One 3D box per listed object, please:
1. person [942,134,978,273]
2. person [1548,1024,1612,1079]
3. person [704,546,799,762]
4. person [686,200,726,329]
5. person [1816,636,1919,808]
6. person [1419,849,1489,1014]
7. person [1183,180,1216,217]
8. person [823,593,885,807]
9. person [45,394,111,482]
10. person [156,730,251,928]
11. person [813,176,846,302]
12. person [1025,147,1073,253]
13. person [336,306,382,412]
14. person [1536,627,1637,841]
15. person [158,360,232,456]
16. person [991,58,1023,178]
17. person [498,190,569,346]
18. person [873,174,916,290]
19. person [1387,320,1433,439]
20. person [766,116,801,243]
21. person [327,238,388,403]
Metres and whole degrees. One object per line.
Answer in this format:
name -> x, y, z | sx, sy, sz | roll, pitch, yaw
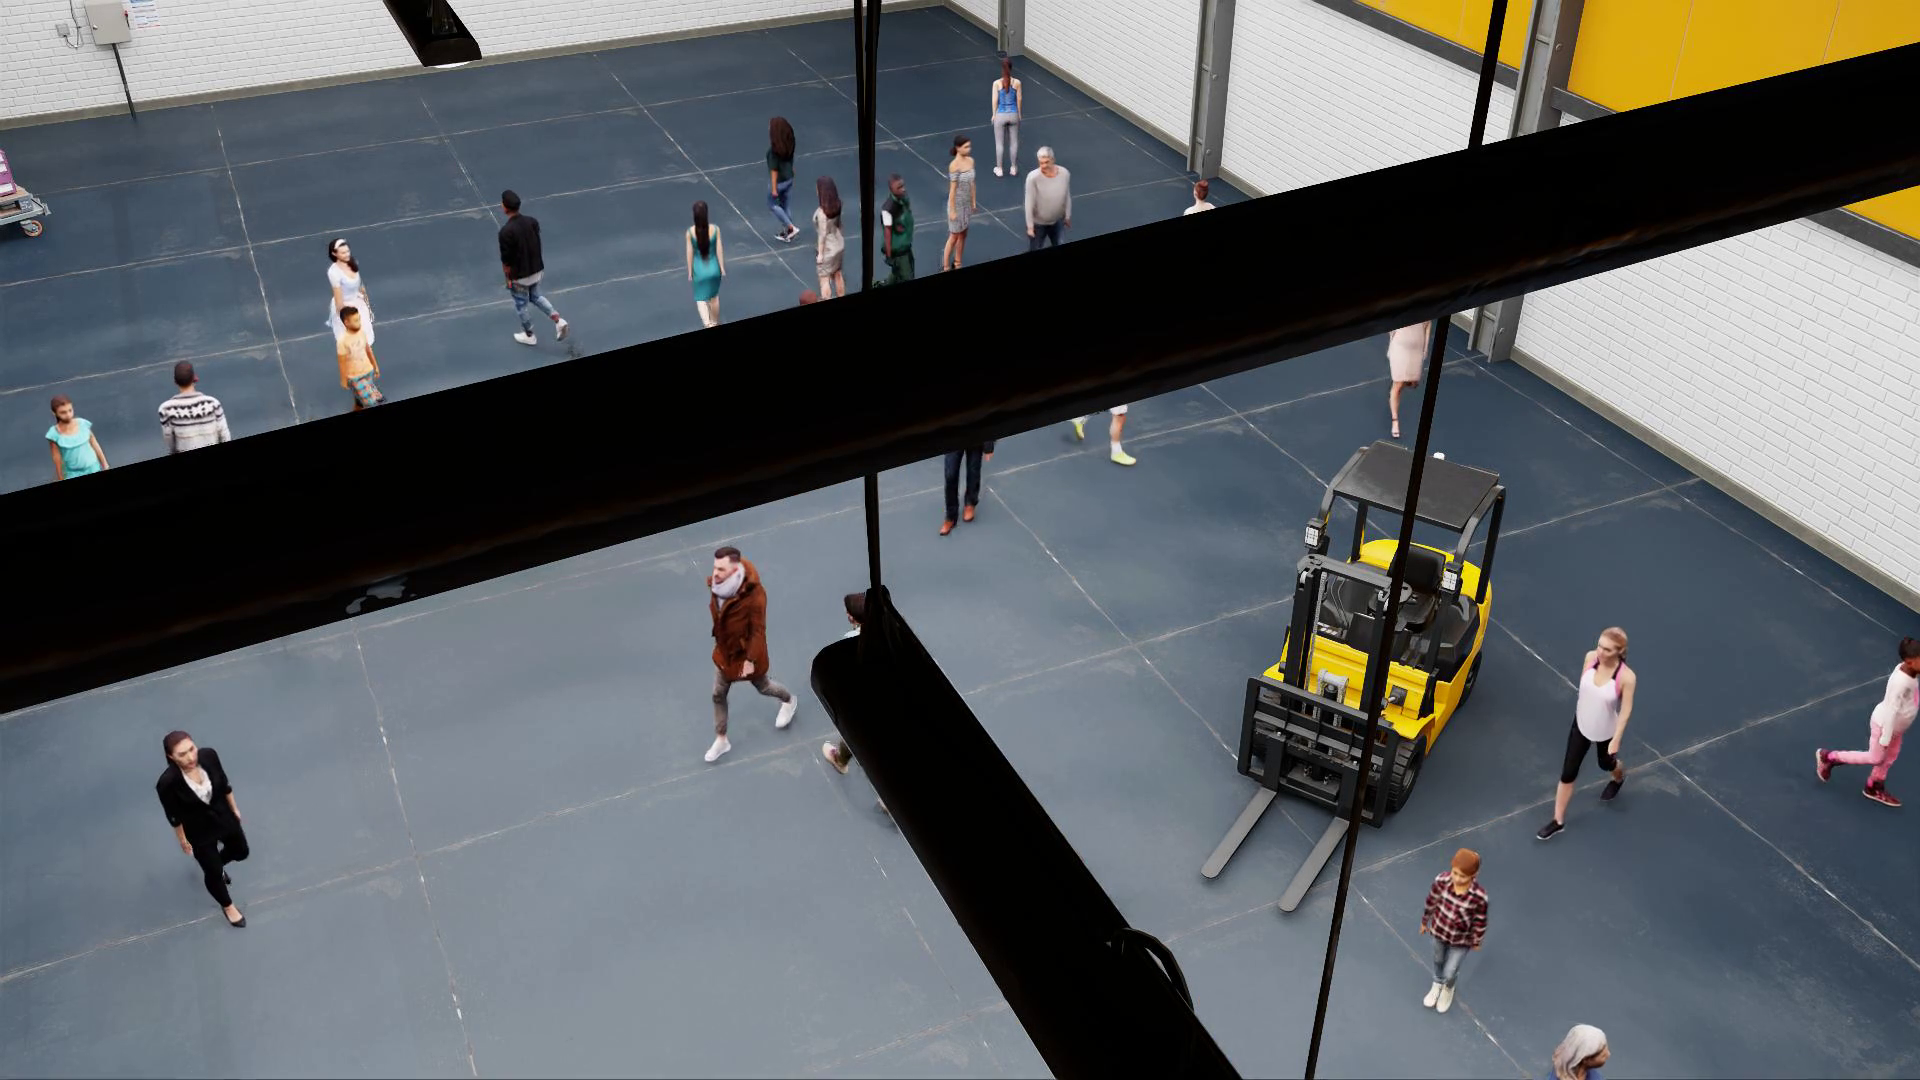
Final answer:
person -> -0.025, -3.937, 19.727 | 0.710, 1.811, 0.692 | 20, 39, 28
person -> 3.186, 3.226, 9.067 | 0.909, 1.685, 0.852 | 11, 35, 16
person -> -1.587, 0.799, 12.614 | 1.205, 1.798, 1.150 | 19, 38, 26
person -> -2.780, -2.903, 18.305 | 0.625, 1.664, 0.910 | -9, 35, -14
person -> 6.739, 1.308, 12.180 | 0.938, 1.432, 0.750 | 26, 42, 33
person -> 3.166, 2.441, 10.594 | 0.577, 1.300, 0.680 | 25, 41, 32
person -> 2.654, -3.191, 18.624 | 0.557, 1.791, 0.473 | -14, 36, -20
person -> -0.609, 1.232, 12.002 | 0.874, 1.755, 1.250 | -23, 40, -30
person -> -7.958, -0.635, 15.025 | 1.087, 1.518, 0.805 | 28, 43, 35
person -> -5.072, 1.882, 11.125 | 0.870, 1.644, 0.788 | 21, 39, 28
person -> -1.451, -3.273, 18.790 | 0.718, 1.745, 0.687 | 18, 37, 24
person -> 0.969, -3.721, 19.369 | 0.840, 1.848, 1.236 | -11, 35, -17
person -> -6.070, -1.662, 16.650 | 0.995, 1.429, 0.916 | 14, 36, 19
person -> 4.613, 1.326, 11.875 | 0.830, 1.739, 1.180 | -22, 40, -30
person -> -6.725, -0.664, 14.798 | 0.712, 1.818, 1.126 | -17, 37, -24
person -> 0.635, -5.756, 22.648 | 0.623, 1.609, 0.623 | -5, 34, -7
person -> -4.715, -2.937, 18.240 | 1.073, 1.792, 0.954 | 22, 39, 29
person -> -0.768, -3.290, 18.756 | 1.088, 1.809, 1.041 | 6, 34, 9
person -> 4.490, -1.950, 16.734 | 0.823, 1.817, 0.999 | 1, 34, 2
person -> -2.160, -4.449, 20.681 | 0.800, 1.608, 0.743 | 19, 38, 26
person -> -6.360, -2.310, 17.293 | 0.996, 1.796, 0.955 | 3, 34, 5
